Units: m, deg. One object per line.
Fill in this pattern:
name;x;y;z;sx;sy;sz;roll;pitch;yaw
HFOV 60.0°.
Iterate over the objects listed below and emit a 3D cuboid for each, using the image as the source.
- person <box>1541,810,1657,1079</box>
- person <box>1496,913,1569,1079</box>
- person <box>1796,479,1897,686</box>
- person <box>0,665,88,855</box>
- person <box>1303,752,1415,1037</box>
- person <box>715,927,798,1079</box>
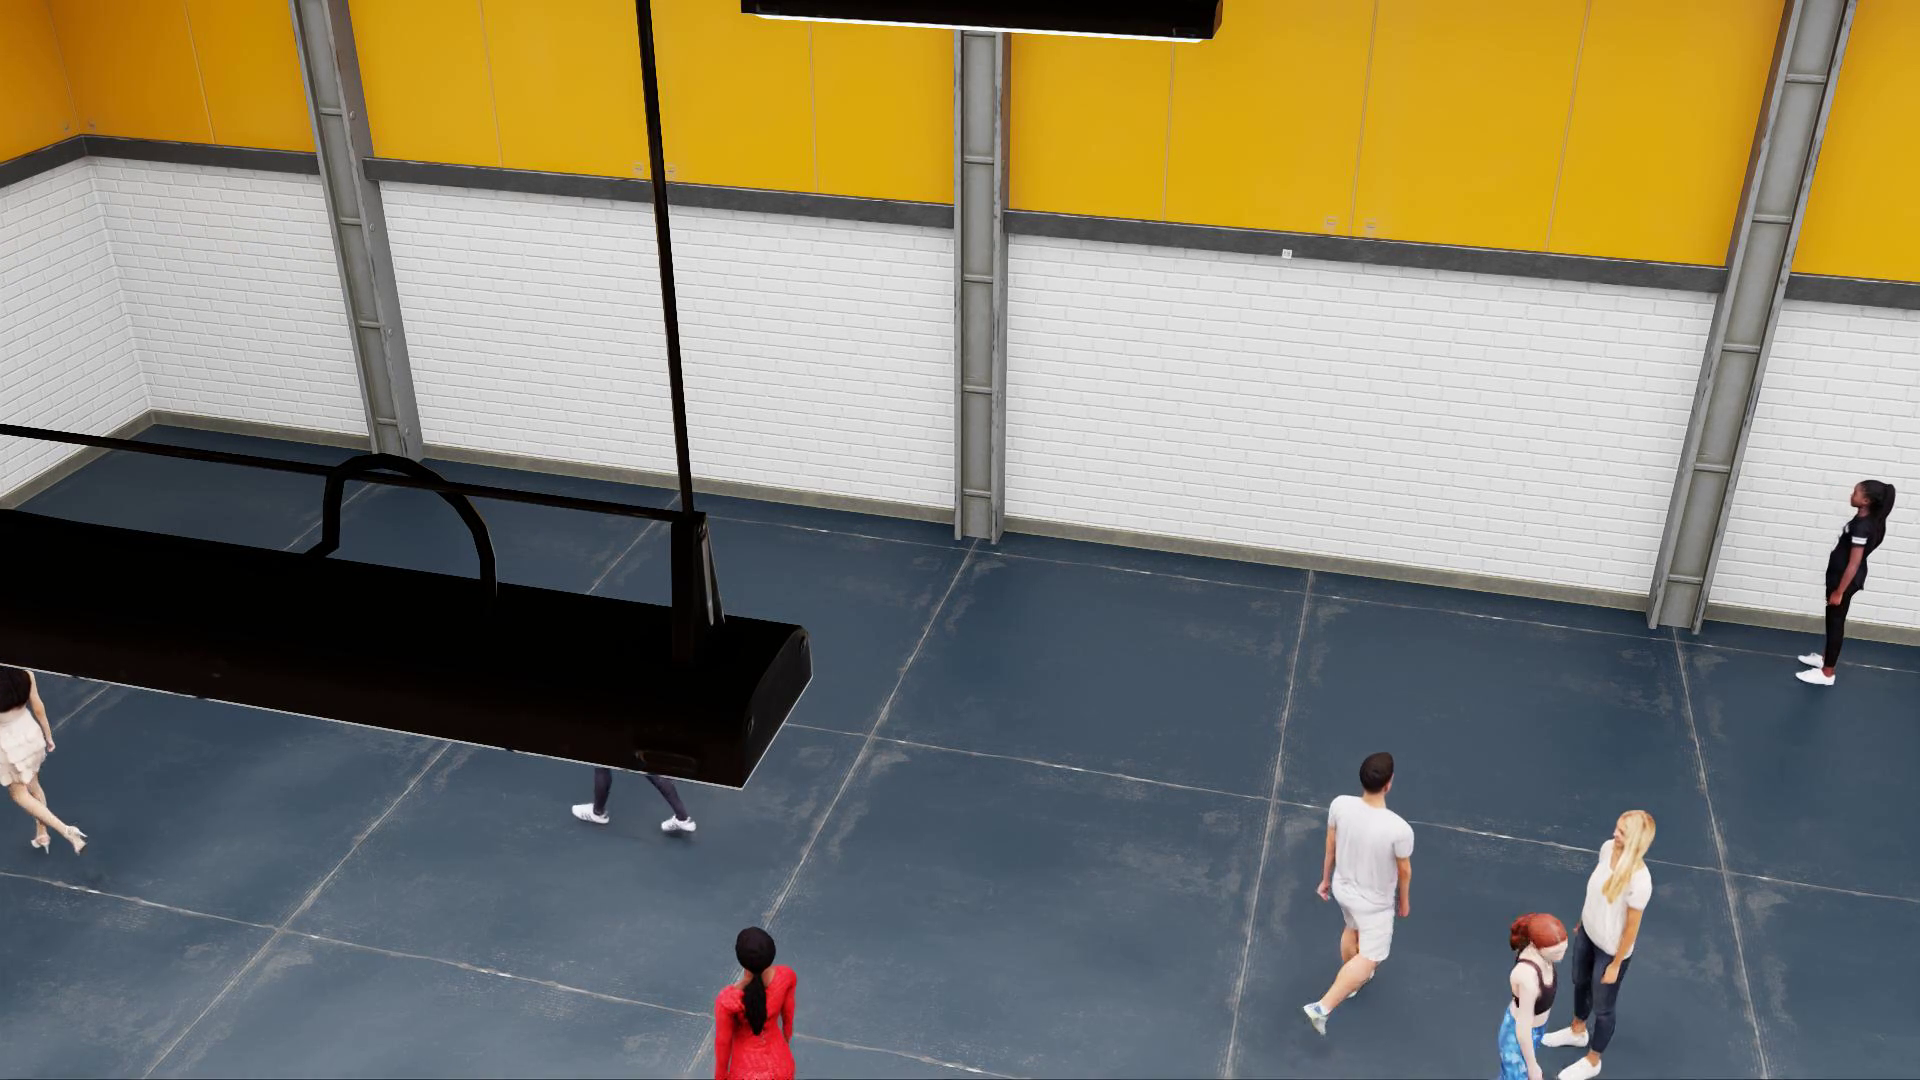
person;3.601;2.230;9.226;0.653;1.814;0.667;-4;29;-8
person;2.900;2.587;8.629;0.628;1.770;0.855;8;30;14
person;6.823;0.314;12.827;0.642;1.730;0.669;16;32;26
person;-6.086;1.404;10.842;0.933;1.717;0.717;16;32;26
person;2.272;2.059;9.525;1.092;1.828;1.124;-24;36;-36
person;-0.995;2.708;8.393;0.798;1.782;0.834;-21;35;-33
